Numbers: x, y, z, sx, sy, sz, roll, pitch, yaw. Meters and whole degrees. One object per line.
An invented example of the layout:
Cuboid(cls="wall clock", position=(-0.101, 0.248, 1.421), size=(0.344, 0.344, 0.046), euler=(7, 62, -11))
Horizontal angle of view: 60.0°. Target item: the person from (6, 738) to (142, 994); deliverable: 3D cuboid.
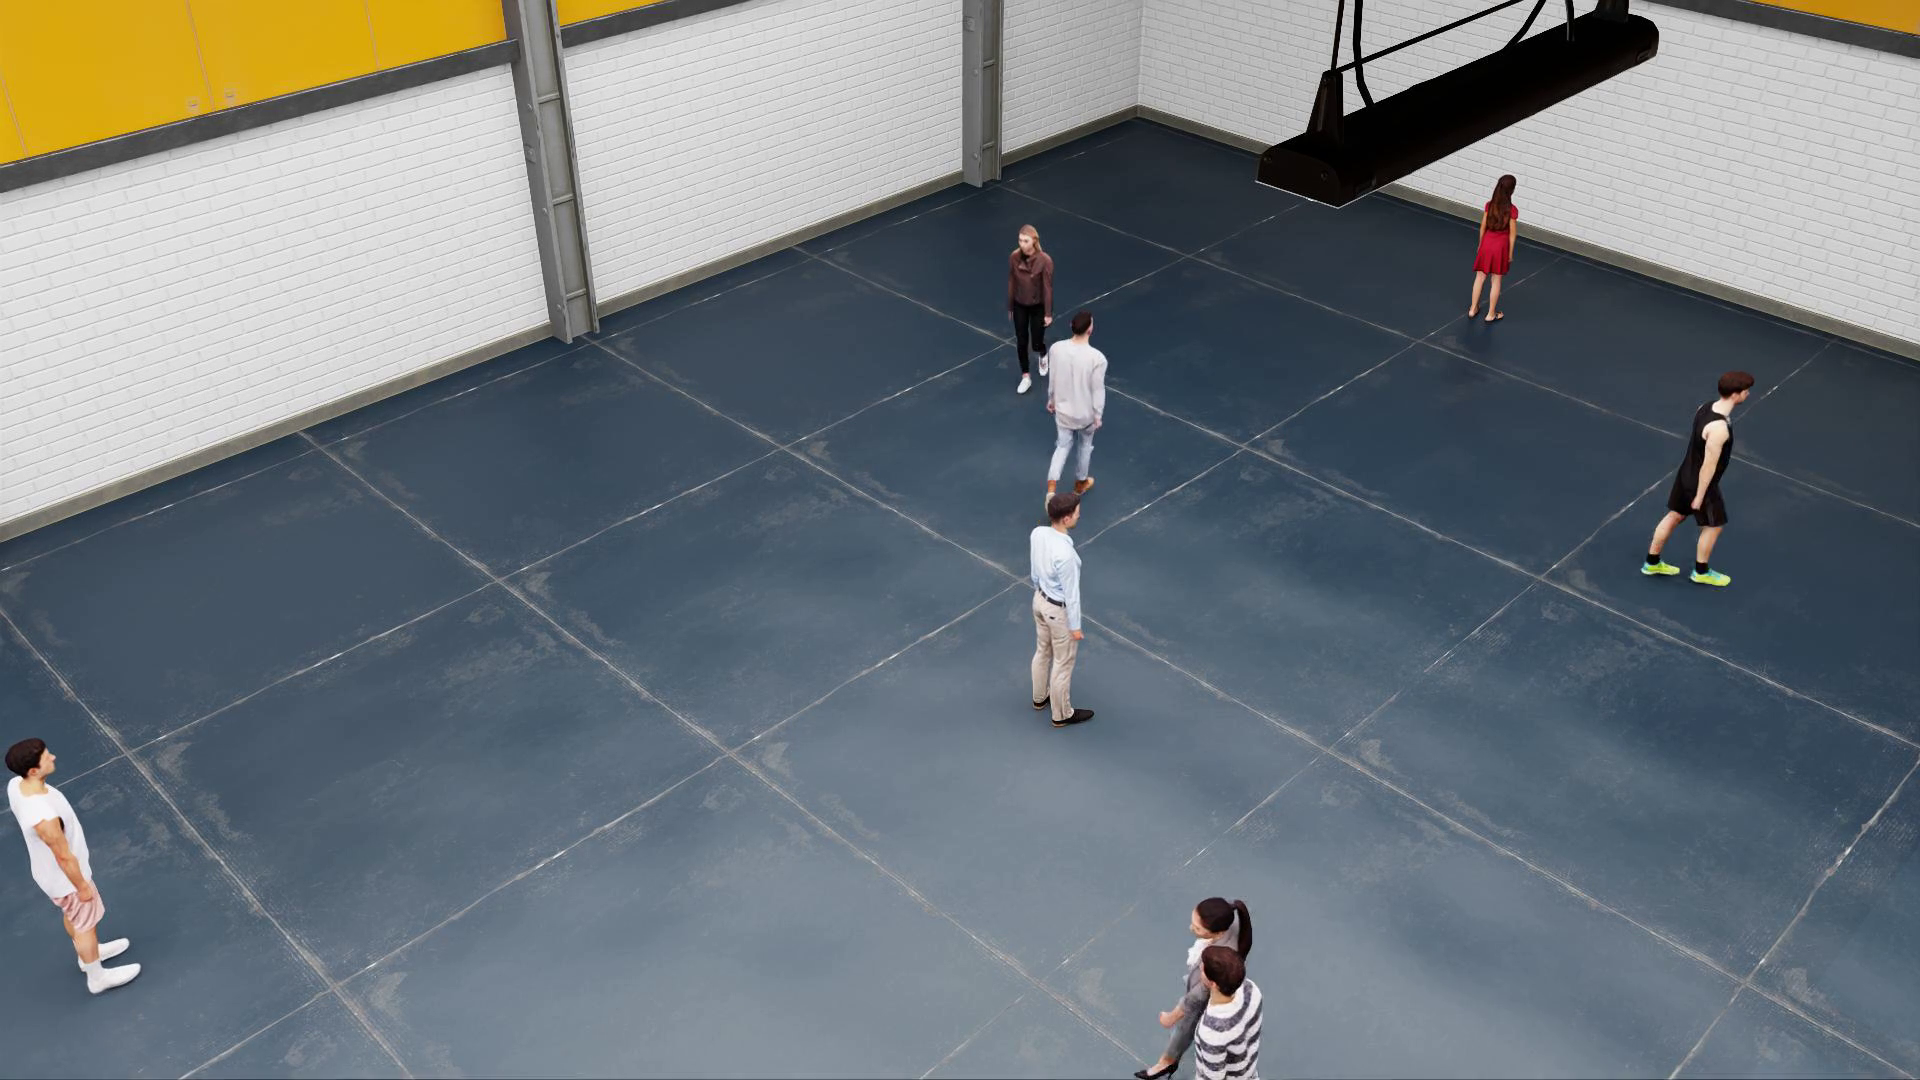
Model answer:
Cuboid(cls="person", position=(-5.166, 1.868, 9.542), size=(0.564, 1.784, 0.623), euler=(-27, 42, -34))

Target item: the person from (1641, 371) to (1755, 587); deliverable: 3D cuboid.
Cuboid(cls="person", position=(5.693, -0.474, 12.992), size=(1.036, 1.865, 0.989), euler=(2, 34, 3))

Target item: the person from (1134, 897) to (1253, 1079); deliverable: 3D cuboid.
Cuboid(cls="person", position=(1.425, 2.485, 8.742), size=(0.954, 1.642, 0.932), euler=(9, 35, 13))

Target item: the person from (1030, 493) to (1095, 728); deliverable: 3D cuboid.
Cuboid(cls="person", position=(0.675, 0.477, 11.579), size=(0.686, 1.844, 0.705), euler=(-17, 37, -24))

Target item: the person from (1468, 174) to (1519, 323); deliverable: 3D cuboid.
Cuboid(cls="person", position=(5.496, -3.009, 17.088), size=(0.557, 1.553, 0.617), euler=(25, 41, 32))

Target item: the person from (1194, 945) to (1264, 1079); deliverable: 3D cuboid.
Cuboid(cls="person", position=(1.380, 2.768, 8.182), size=(0.757, 1.790, 1.139), euler=(25, 41, 32))

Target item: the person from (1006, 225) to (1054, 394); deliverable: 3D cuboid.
Cuboid(cls="person", position=(0.700, -2.223, 15.781), size=(0.761, 1.691, 0.841), euler=(13, 36, 18))

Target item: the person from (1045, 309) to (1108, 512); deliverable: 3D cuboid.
Cuboid(cls="person", position=(0.936, -1.069, 13.932), size=(0.887, 1.816, 1.123), euler=(17, 37, 23))
